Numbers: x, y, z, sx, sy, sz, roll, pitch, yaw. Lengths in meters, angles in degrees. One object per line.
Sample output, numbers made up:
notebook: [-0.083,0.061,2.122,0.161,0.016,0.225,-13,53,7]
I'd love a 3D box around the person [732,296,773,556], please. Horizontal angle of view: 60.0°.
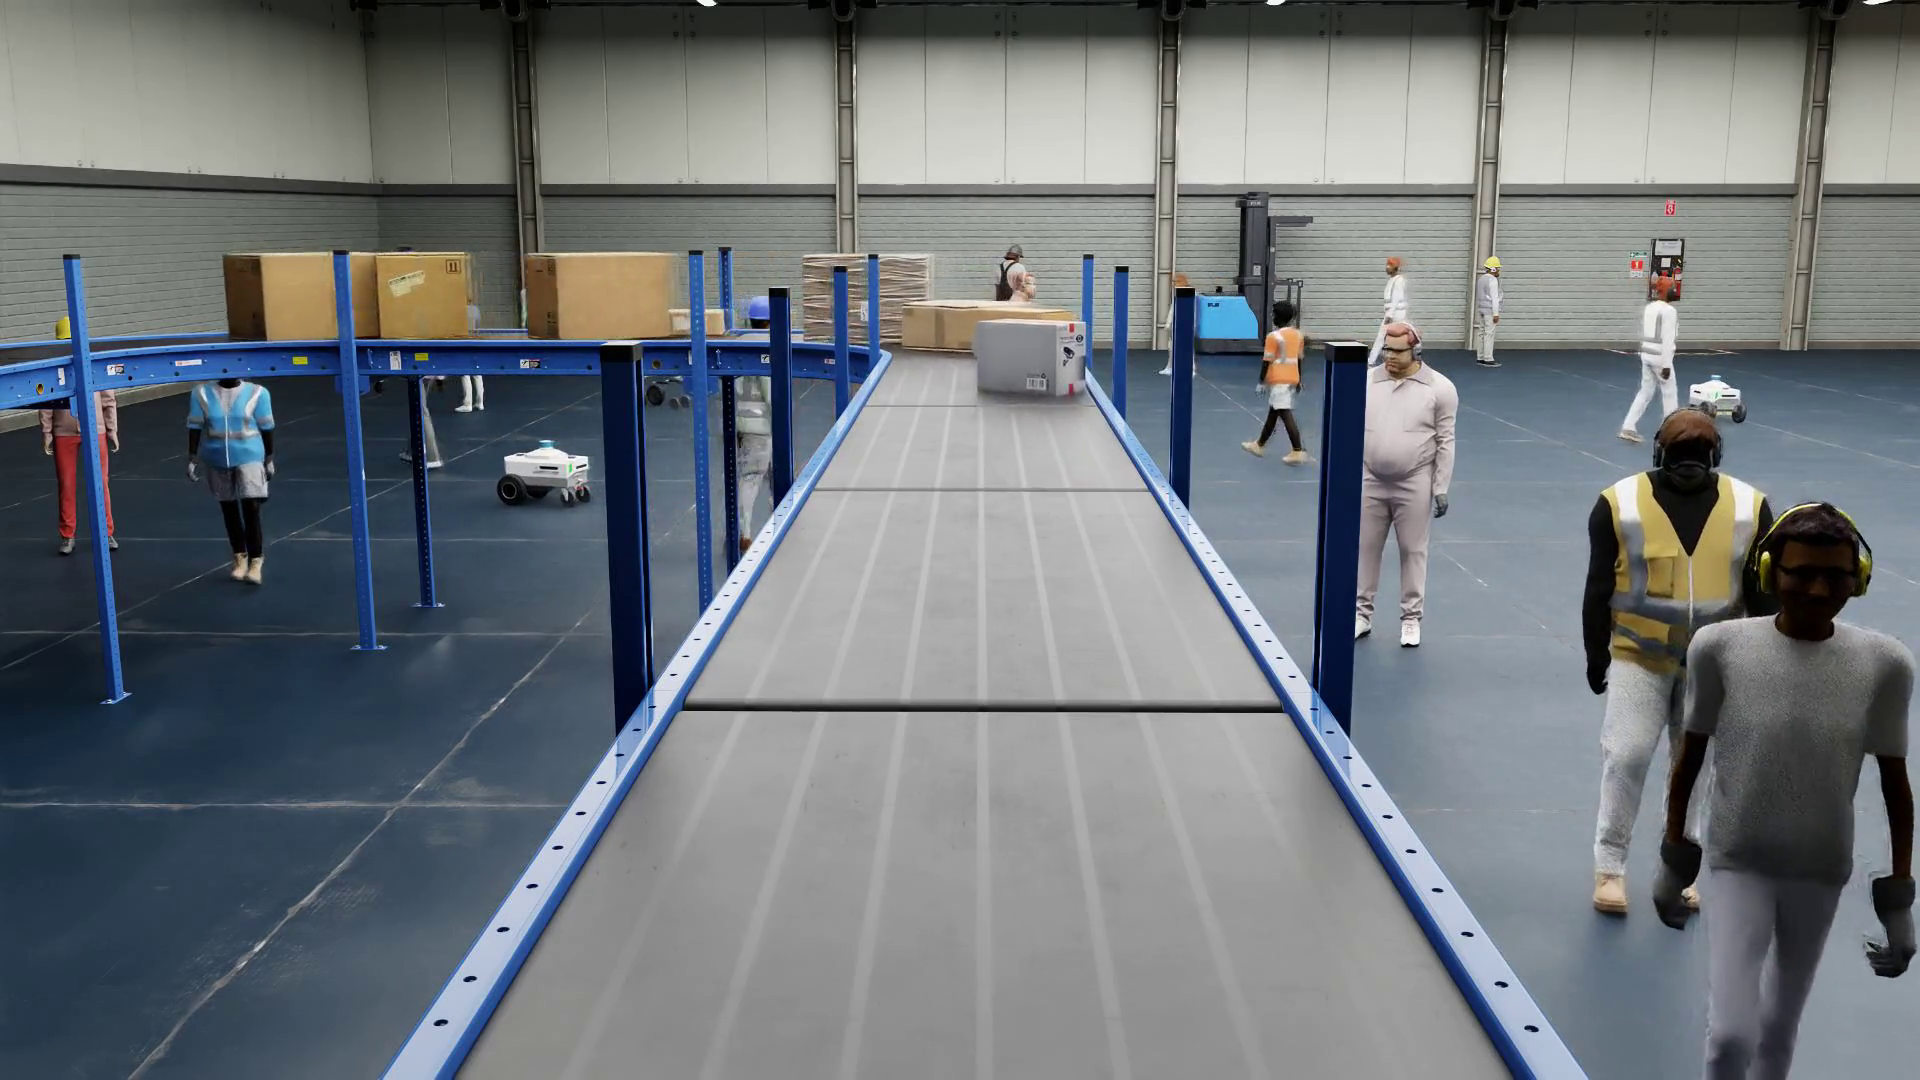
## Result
person: [-1.357,-0.851,12.404,0.888,1.914,0.651,-4,12,-20]

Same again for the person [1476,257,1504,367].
person: [8.928,-3.843,28.012,0.404,1.833,0.590,-2,11,-8]

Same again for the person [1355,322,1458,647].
person: [2.554,-0.326,9.769,0.642,1.901,0.401,6,13,29]

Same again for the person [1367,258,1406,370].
person: [6.934,-3.634,26.913,0.968,1.832,0.600,-1,11,-6]

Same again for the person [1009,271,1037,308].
person: [0.776,-2.092,18.888,0.740,1.882,0.642,1,11,5]

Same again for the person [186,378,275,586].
person: [-4.960,-0.504,11.293,0.544,1.669,0.738,-2,11,-9]

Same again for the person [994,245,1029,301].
person: [0.957,-4.226,29.551,0.645,2.000,0.896,-9,14,-39]

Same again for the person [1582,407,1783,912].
person: [2.598,0.432,6.034,0.645,1.833,0.474,2,11,11]

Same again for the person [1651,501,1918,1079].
person: [1.972,0.832,3.941,0.549,1.845,0.693,3,11,14]

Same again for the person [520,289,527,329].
person: [-6.816,-3.484,26.680,0.508,1.631,0.270,-10,15,-41]

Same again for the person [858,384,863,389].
person: [-0.587,-1.050,13.531,0.611,1.883,0.639,-1,11,-7]

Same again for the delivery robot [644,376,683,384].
delivery robot: [-3.974,-2.202,22.056,0.698,0.223,0.335,4,12,24]

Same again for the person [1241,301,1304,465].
person: [3.238,-1.621,17.043,0.549,1.642,0.858,-11,15,-43]

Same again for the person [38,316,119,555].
person: [-6.597,-0.786,12.473,0.523,1.769,0.315,-6,13,-28]

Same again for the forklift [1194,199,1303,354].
forklift: [5.313,-4.851,30.603,1.873,2.768,1.129,0,11,1]

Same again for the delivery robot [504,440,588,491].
delivery robot: [-3.653,-0.637,14.699,0.707,0.478,0.477,3,12,17]

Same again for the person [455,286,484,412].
person: [-6.387,-2.478,21.512,0.267,1.631,0.509,6,12,26]

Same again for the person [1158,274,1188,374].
person: [3.378,-3.376,26.194,0.702,1.608,0.512,4,12,20]

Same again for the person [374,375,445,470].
person: [-5.524,-1.655,16.622,0.831,1.883,0.622,6,13,30]

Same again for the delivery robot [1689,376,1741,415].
delivery robot: [9.376,-1.798,20.661,0.477,0.478,0.707,0,11,-2]

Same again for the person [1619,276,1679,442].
person: [7.750,-1.990,18.450,0.814,1.859,0.596,-2,11,-8]
